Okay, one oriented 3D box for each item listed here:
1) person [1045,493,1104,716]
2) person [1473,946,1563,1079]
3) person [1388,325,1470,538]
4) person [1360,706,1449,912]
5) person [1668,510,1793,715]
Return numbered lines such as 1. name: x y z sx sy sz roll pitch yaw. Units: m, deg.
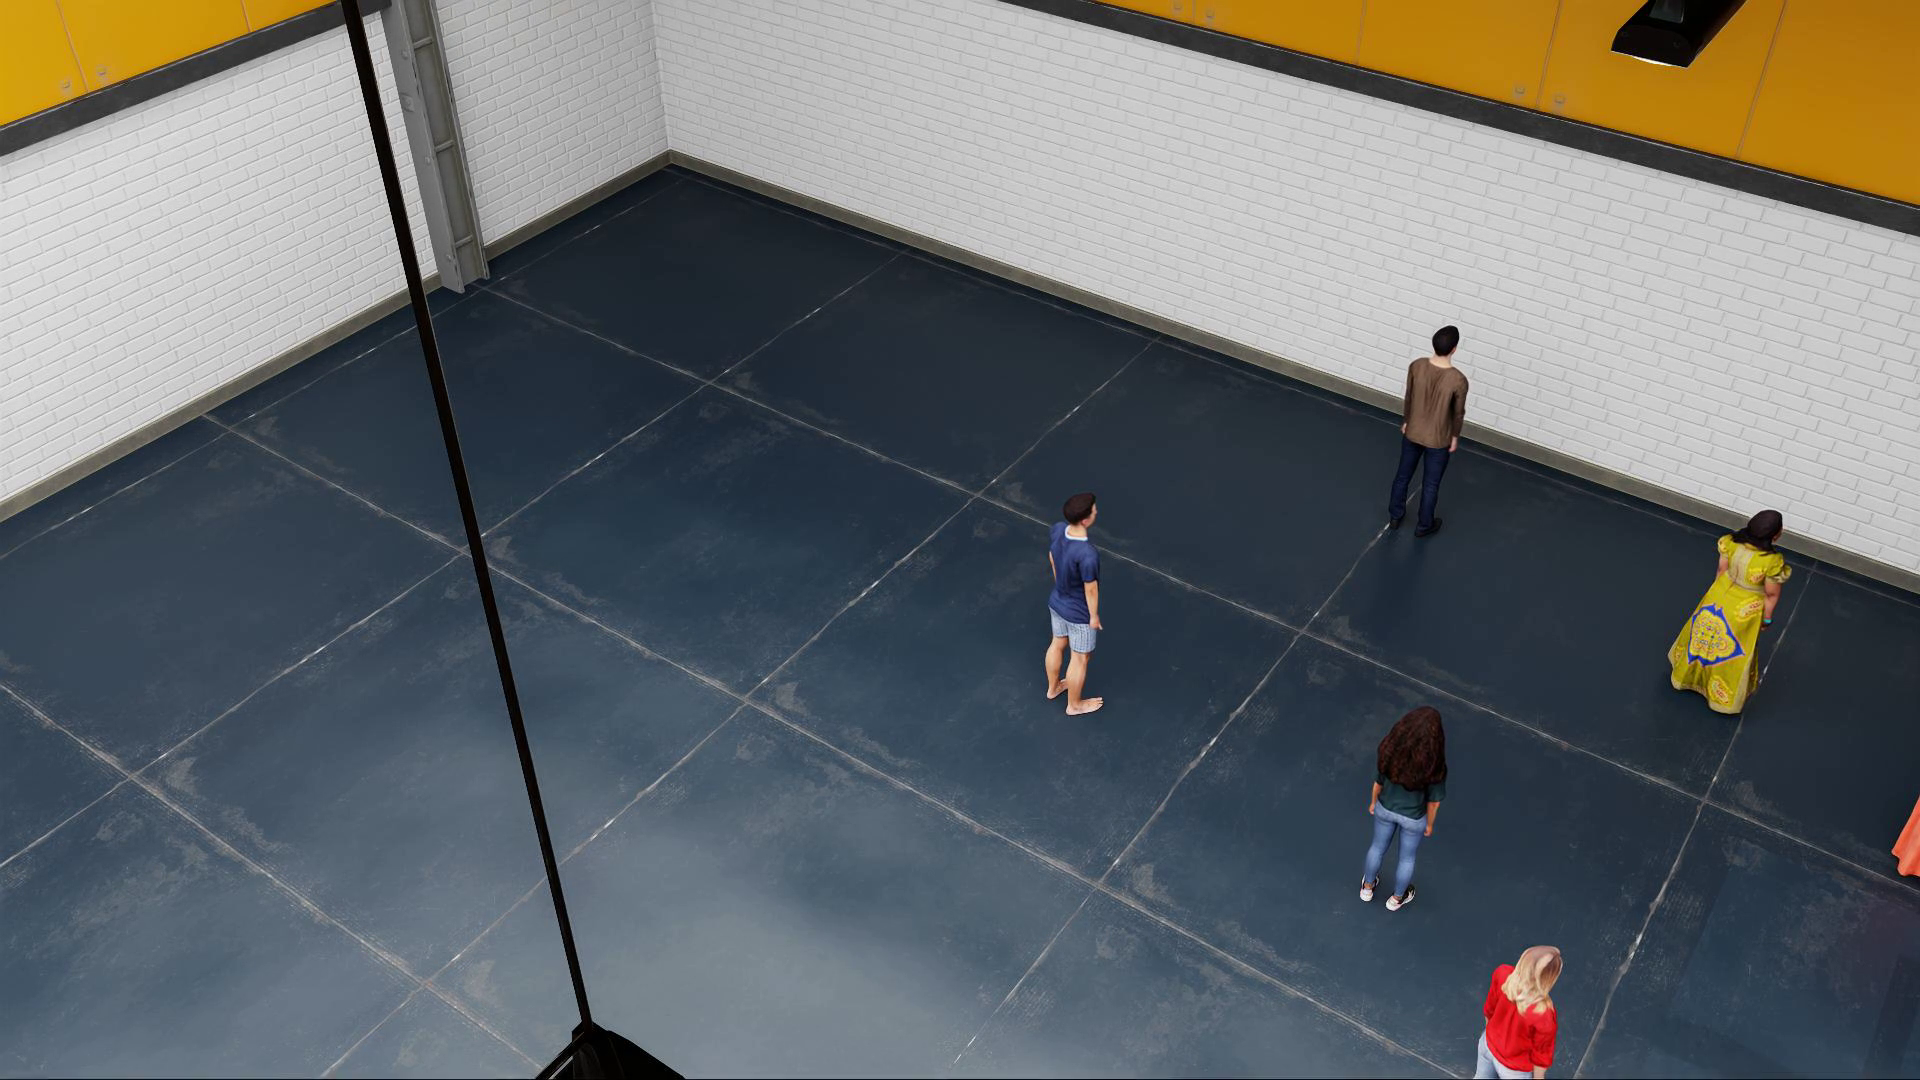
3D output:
1. person: 0.783 0.439 11.479 0.675 1.849 0.690 -23 44 -26
2. person: 2.888 2.708 8.753 0.675 1.705 0.686 -17 42 -20
3. person: 3.680 -0.849 13.060 0.650 1.888 0.569 26 45 28
4. person: 2.704 1.638 10.164 0.598 1.616 0.590 22 43 25
5. person: 5.419 0.467 11.594 0.941 1.660 0.968 -22 44 -25
